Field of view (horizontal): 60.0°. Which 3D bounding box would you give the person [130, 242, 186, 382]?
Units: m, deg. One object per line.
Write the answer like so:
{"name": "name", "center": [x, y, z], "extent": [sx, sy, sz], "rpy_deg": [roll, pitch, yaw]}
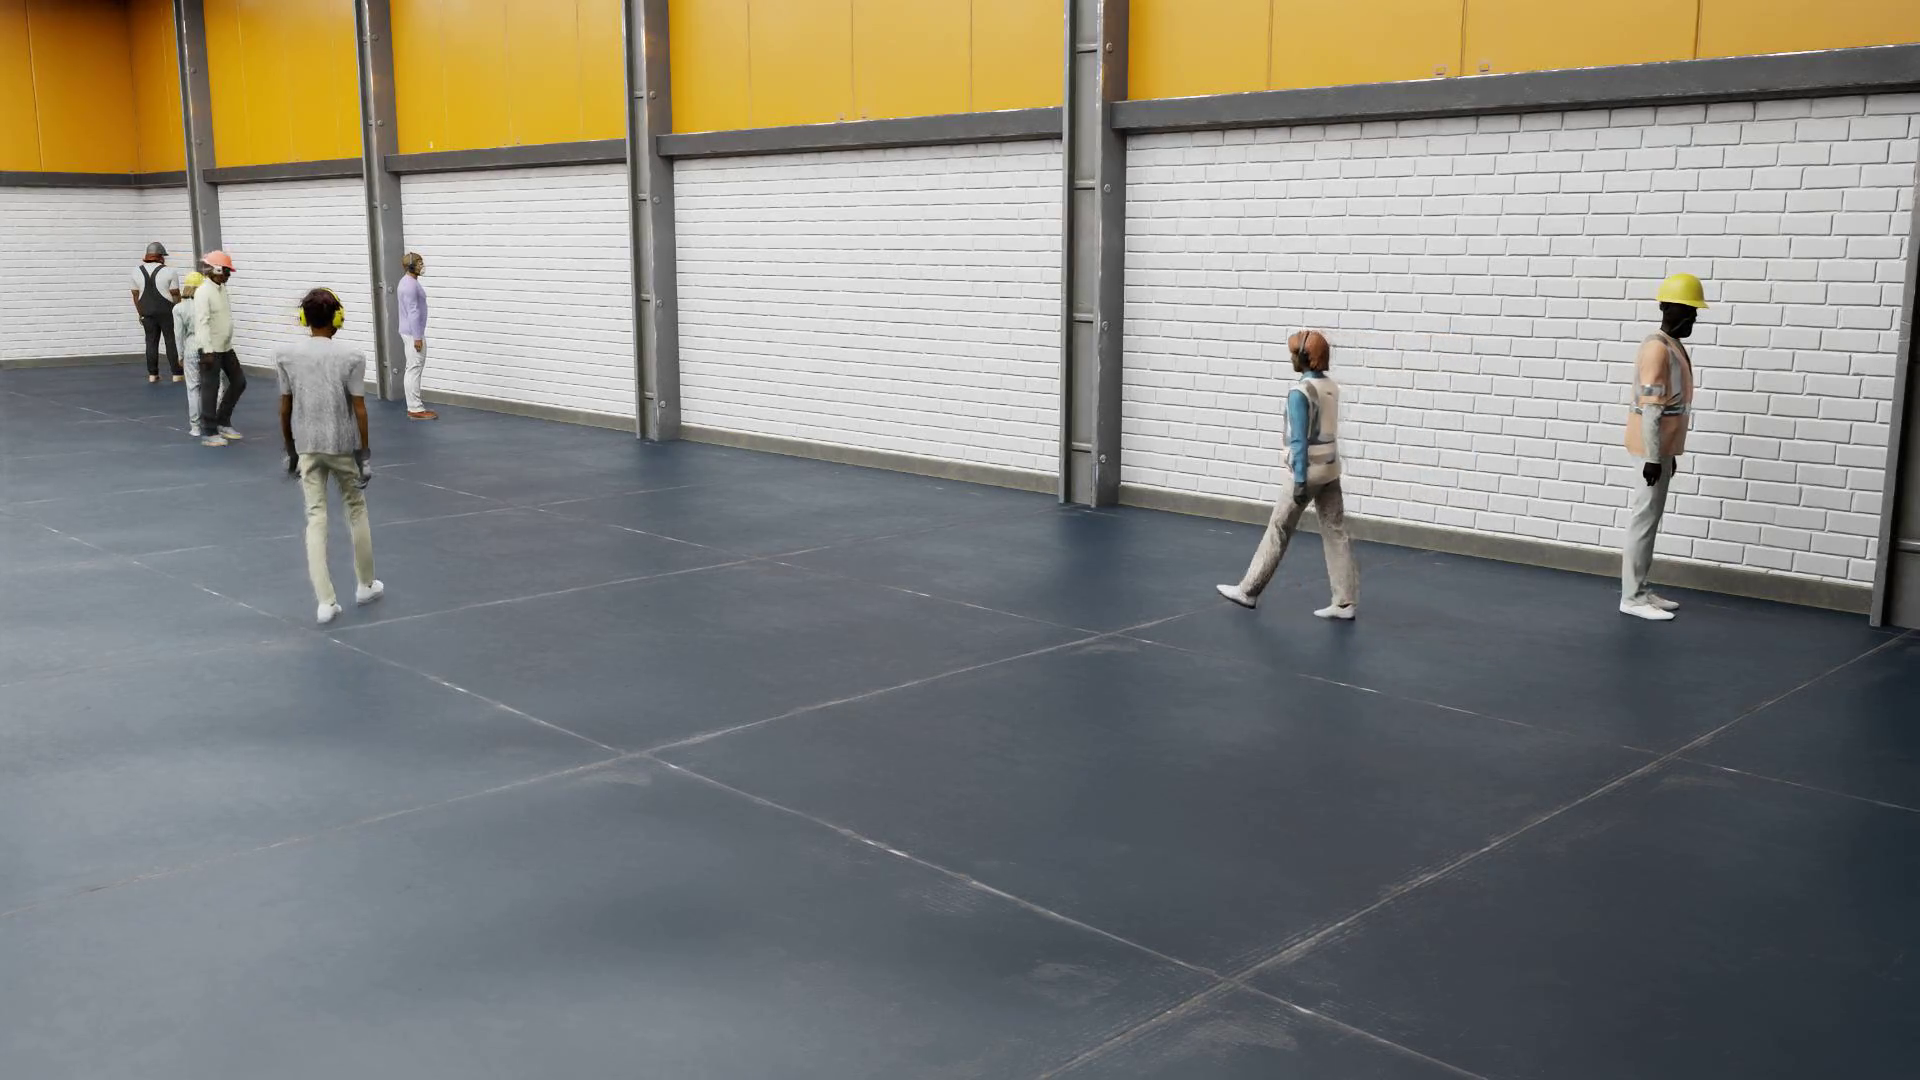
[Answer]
{"name": "person", "center": [-11.695, -3.336, 24.336], "extent": [0.683, 2.000, 0.536], "rpy_deg": [0, 10, 1]}

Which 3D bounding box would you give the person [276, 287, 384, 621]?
{"name": "person", "center": [-3.576, -0.500, 9.440], "extent": [0.515, 1.841, 0.829], "rpy_deg": [-2, 11, -9]}

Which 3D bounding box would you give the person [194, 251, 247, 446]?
{"name": "person", "center": [-7.569, -1.951, 16.963], "extent": [0.448, 1.968, 0.717], "rpy_deg": [0, 10, 2]}

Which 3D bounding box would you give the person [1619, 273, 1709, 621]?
{"name": "person", "center": [3.934, -0.524, 9.321], "extent": [0.384, 1.924, 0.589], "rpy_deg": [6, 12, 30]}

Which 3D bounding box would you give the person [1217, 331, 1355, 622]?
{"name": "person", "center": [1.868, -0.358, 9.292], "extent": [0.846, 1.599, 0.526], "rpy_deg": [9, 13, 39]}

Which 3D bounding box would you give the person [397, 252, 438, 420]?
{"name": "person", "center": [-6.317, -2.361, 19.300], "extent": [0.373, 1.940, 0.629], "rpy_deg": [-4, 11, -21]}

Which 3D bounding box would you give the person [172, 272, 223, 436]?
{"name": "person", "center": [-8.121, -1.988, 17.794], "extent": [0.483, 1.745, 0.300], "rpy_deg": [-4, 11, -22]}
